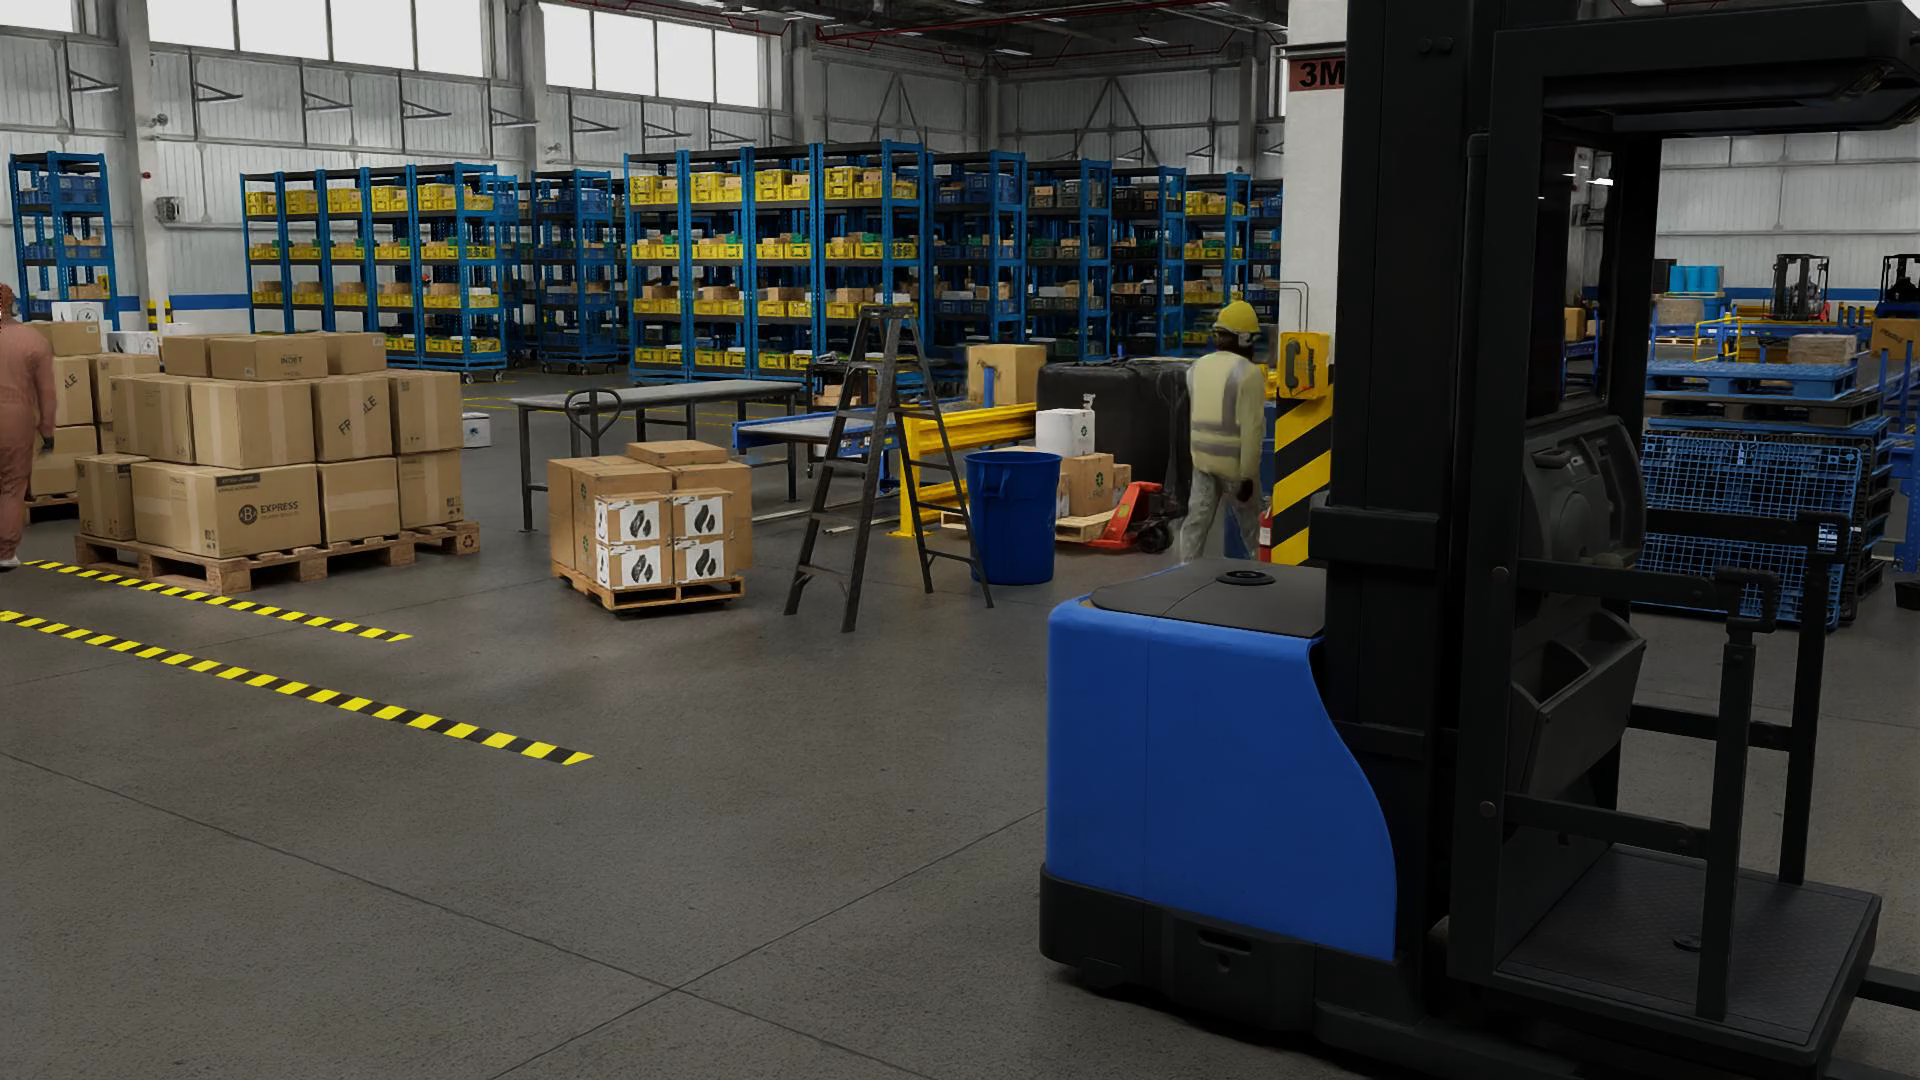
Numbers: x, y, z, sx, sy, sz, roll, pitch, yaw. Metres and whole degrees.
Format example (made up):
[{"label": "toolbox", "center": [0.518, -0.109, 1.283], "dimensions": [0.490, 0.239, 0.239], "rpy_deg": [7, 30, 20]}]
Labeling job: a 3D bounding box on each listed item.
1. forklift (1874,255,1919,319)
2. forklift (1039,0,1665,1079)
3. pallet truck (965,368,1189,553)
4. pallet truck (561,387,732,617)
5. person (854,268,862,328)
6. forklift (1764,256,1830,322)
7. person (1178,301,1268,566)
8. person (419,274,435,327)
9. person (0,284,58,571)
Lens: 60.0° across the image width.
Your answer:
[{"label": "forklift", "center": [22.089, -5.634, 38.796], "dimensions": [1.157, 1.987, 2.680], "rpy_deg": [6, 11, 33]}, {"label": "forklift", "center": [1.249, -0.137, 4.360], "dimensions": [1.873, 2.768, 1.129], "rpy_deg": [7, 12, 35]}, {"label": "pallet truck", "center": [0.845, -0.609, 11.869], "dimensions": [1.630, 1.274, 0.653], "rpy_deg": [7, 12, 35]}, {"label": "pallet truck", "center": [-1.981, -0.274, 10.088], "dimensions": [0.680, 1.201, 1.601], "rpy_deg": [-5, 11, -28]}, {"label": "person", "center": [-2.083, -4.611, 33.487], "dimensions": [0.378, 2.045, 0.605], "rpy_deg": [-1, 10, -7]}, {"label": "forklift", "center": [20.253, -5.854, 40.139], "dimensions": [1.157, 1.987, 2.680], "rpy_deg": [7, 12, 35]}, {"label": "person", "center": [1.575, -0.451, 9.454], "dimensions": [0.927, 1.781, 0.608], "rpy_deg": [-7, 12, -35]}, {"label": "person", "center": [-11.553, -4.893, 36.075], "dimensions": [0.358, 1.743, 0.562], "rpy_deg": [4, 11, 25]}, {"label": "person", "center": [-6.284, -0.734, 10.915], "dimensions": [0.674, 1.868, 0.536], "rpy_deg": [-3, 10, -19]}]
